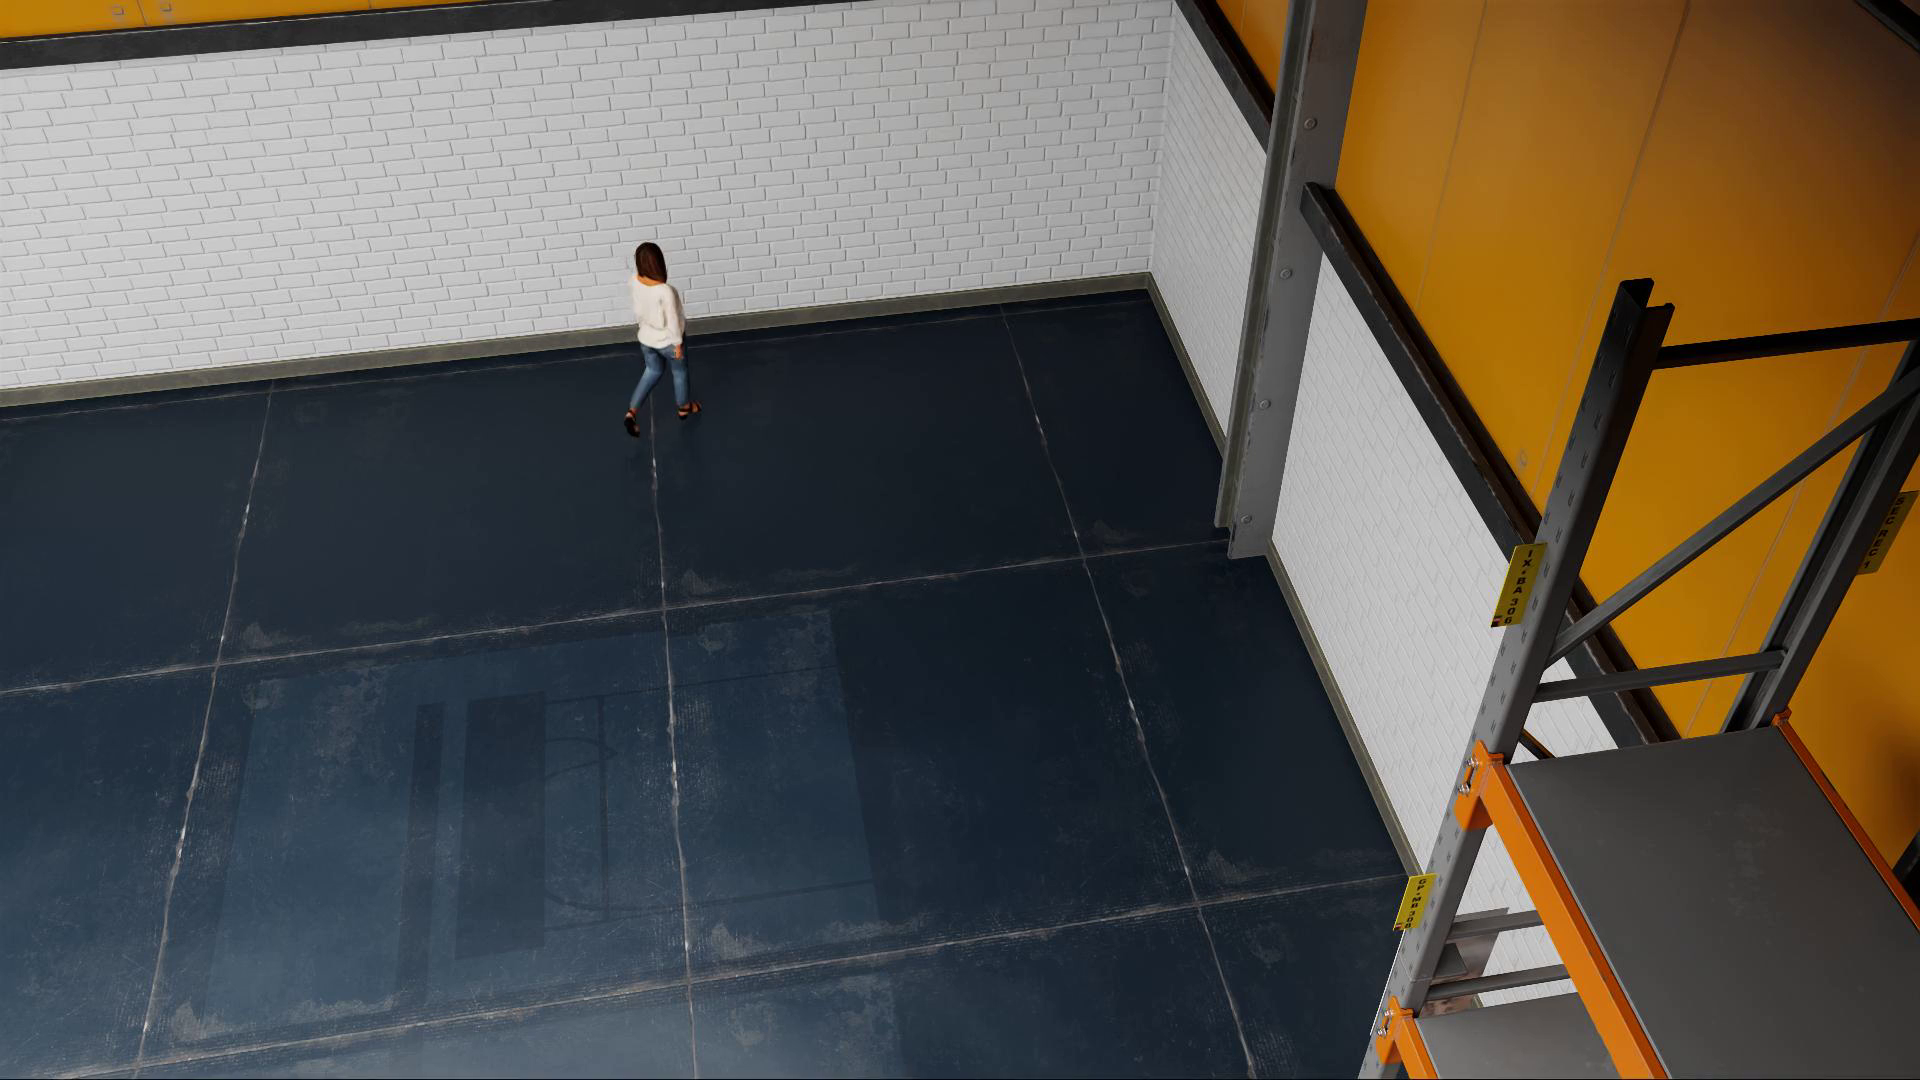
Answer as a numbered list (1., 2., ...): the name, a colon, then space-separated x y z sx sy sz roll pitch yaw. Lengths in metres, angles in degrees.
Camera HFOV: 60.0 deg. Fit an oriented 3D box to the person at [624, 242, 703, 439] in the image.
1. person: -2.297 -1.470 12.450 0.993 1.663 1.033 29 51 27
